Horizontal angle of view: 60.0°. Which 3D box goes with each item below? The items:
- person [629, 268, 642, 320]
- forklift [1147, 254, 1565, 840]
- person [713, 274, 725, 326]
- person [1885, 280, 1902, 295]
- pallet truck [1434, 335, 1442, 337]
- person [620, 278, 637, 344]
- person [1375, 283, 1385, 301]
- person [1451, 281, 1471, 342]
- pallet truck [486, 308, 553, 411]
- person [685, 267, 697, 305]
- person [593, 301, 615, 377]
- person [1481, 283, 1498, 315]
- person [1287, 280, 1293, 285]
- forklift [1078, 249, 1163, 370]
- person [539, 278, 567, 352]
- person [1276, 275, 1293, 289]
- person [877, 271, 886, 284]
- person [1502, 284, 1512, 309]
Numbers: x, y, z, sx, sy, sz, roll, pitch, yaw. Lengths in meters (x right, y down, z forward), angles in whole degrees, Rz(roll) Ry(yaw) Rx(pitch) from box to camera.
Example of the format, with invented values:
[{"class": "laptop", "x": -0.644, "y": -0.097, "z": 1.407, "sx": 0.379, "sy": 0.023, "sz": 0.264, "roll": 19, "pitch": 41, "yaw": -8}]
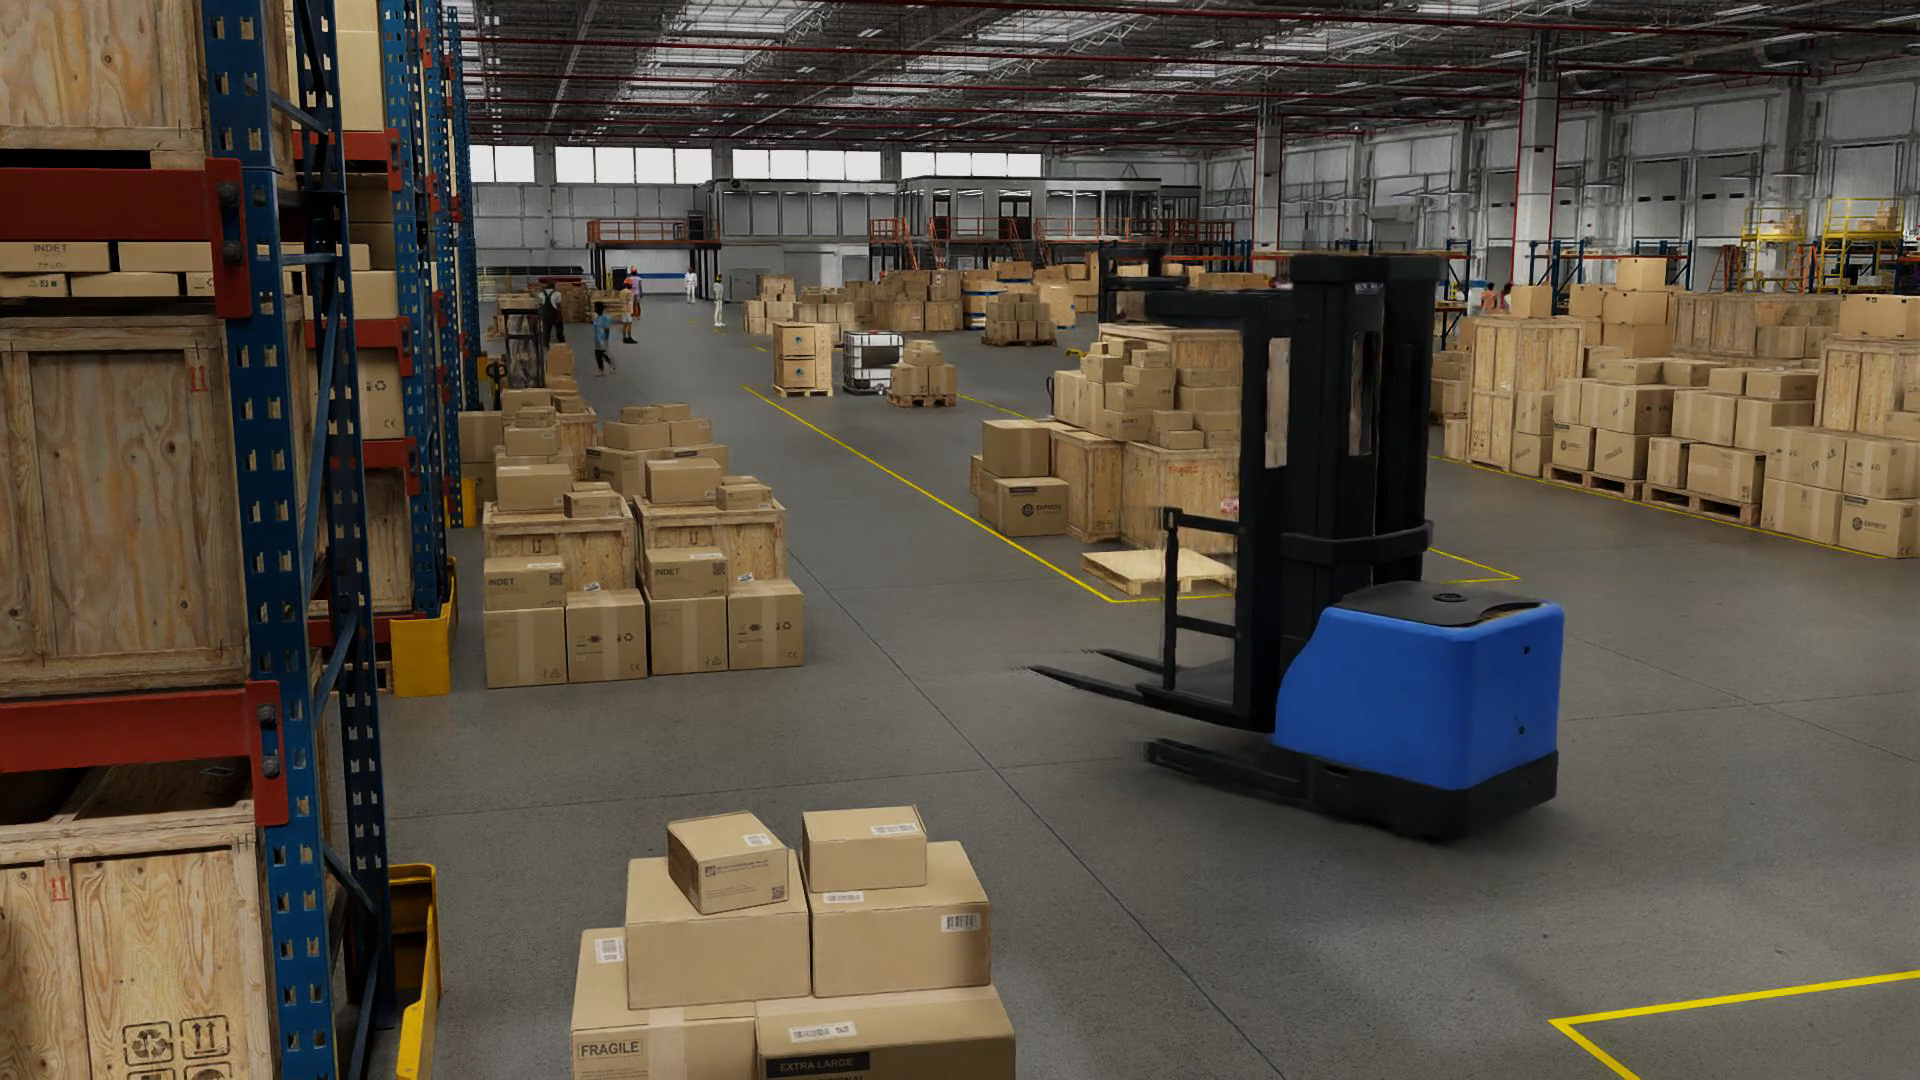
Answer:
[{"class": "person", "x": -12.686, "y": -9.584, "z": 64.816, "sx": 0.613, "sy": 2.043, "sz": 0.374, "roll": -7, "pitch": 12, "yaw": -36}, {"class": "forklift", "x": 2.076, "y": -0.078, "z": 8.614, "sx": 1.129, "sy": 2.768, "sz": 1.873, "roll": -9, "pitch": 14, "yaw": -42}, {"class": "person", "x": -8.716, "y": -8.671, "z": 60.182, "sx": 0.327, "sy": 1.862, "sz": 0.500, "roll": 6, "pitch": 12, "yaw": 32}, {"class": "person", "x": 26.673, "y": -6.472, "z": 47.522, "sx": 0.545, "sy": 1.927, "sz": 0.386, "roll": -3, "pitch": 10, "yaw": -14}, {"class": "pallet truck", "x": 14.620, "y": -7.324, "z": 52.145, "sx": 0.823, "sy": 1.965, "sz": 1.885, "roll": 8, "pitch": 13, "yaw": 40}, {"class": "person", "x": -9.827, "y": -6.781, "z": 49.269, "sx": 0.374, "sy": 1.927, "sz": 0.542, "roll": -9, "pitch": 14, "yaw": -42}, {"class": "person", "x": 19.742, "y": -11.947, "z": 78.557, "sx": 0.896, "sy": 1.905, "sz": 0.545, "roll": 9, "pitch": 14, "yaw": 43}, {"class": "person", "x": 13.967, "y": -6.280, "z": 46.519, "sx": 0.668, "sy": 1.891, "sz": 0.913, "roll": -6, "pitch": 12, "yaw": -31}, {"class": "pallet truck", "x": -6.242, "y": -2.418, "z": 24.362, "sx": 0.823, "sy": 1.965, "sz": 1.885, "roll": 1, "pitch": 10, "yaw": 3}, {"class": "person", "x": -13.182, "y": -12.444, "z": 81.562, "sx": 0.599, "sy": 1.851, "sz": 0.880, "roll": -1, "pitch": 10, "yaw": -8}, {"class": "person", "x": -7.895, "y": -4.426, "z": 36.623, "sx": 0.547, "sy": 1.677, "sz": 0.399, "roll": 8, "pitch": 13, "yaw": 39}, {"class": "person", "x": 17.765, "y": -7.811, "z": 55.846, "sx": 0.530, "sy": 1.662, "sz": 0.823, "roll": 4, "pitch": 11, "yaw": 22}, {"class": "person", "x": 12.975, "y": -9.487, "z": 64.844, "sx": 0.651, "sy": 1.836, "sz": 0.428, "roll": -1, "pitch": 10, "yaw": -4}, {"class": "forklift", "x": 2.558, "y": -3.002, "z": 25.172, "sx": 1.129, "sy": 2.768, "sz": 1.873, "roll": -3, "pitch": 10, "yaw": -15}, {"class": "person", "x": -11.169, "y": -6.209, "z": 45.711, "sx": 0.693, "sy": 2.000, "sz": 0.963, "roll": 2, "pitch": 10, "yaw": 13}, {"class": "person", "x": 10.969, "y": -8.015, "z": 56.350, "sx": 0.653, "sy": 1.887, "sz": 1.011, "roll": 4, "pitch": 11, "yaw": 19}, {"class": "person", "x": -2.768, "y": -8.657, "z": 59.699, "sx": 0.381, "sy": 1.994, "sz": 0.613, "roll": 7, "pitch": 12, "yaw": 36}, {"class": "person", "x": 15.085, "y": -6.070, "z": 45.445, "sx": 0.672, "sy": 1.863, "sz": 1.001, "roll": -4, "pitch": 11, "yaw": -21}]
